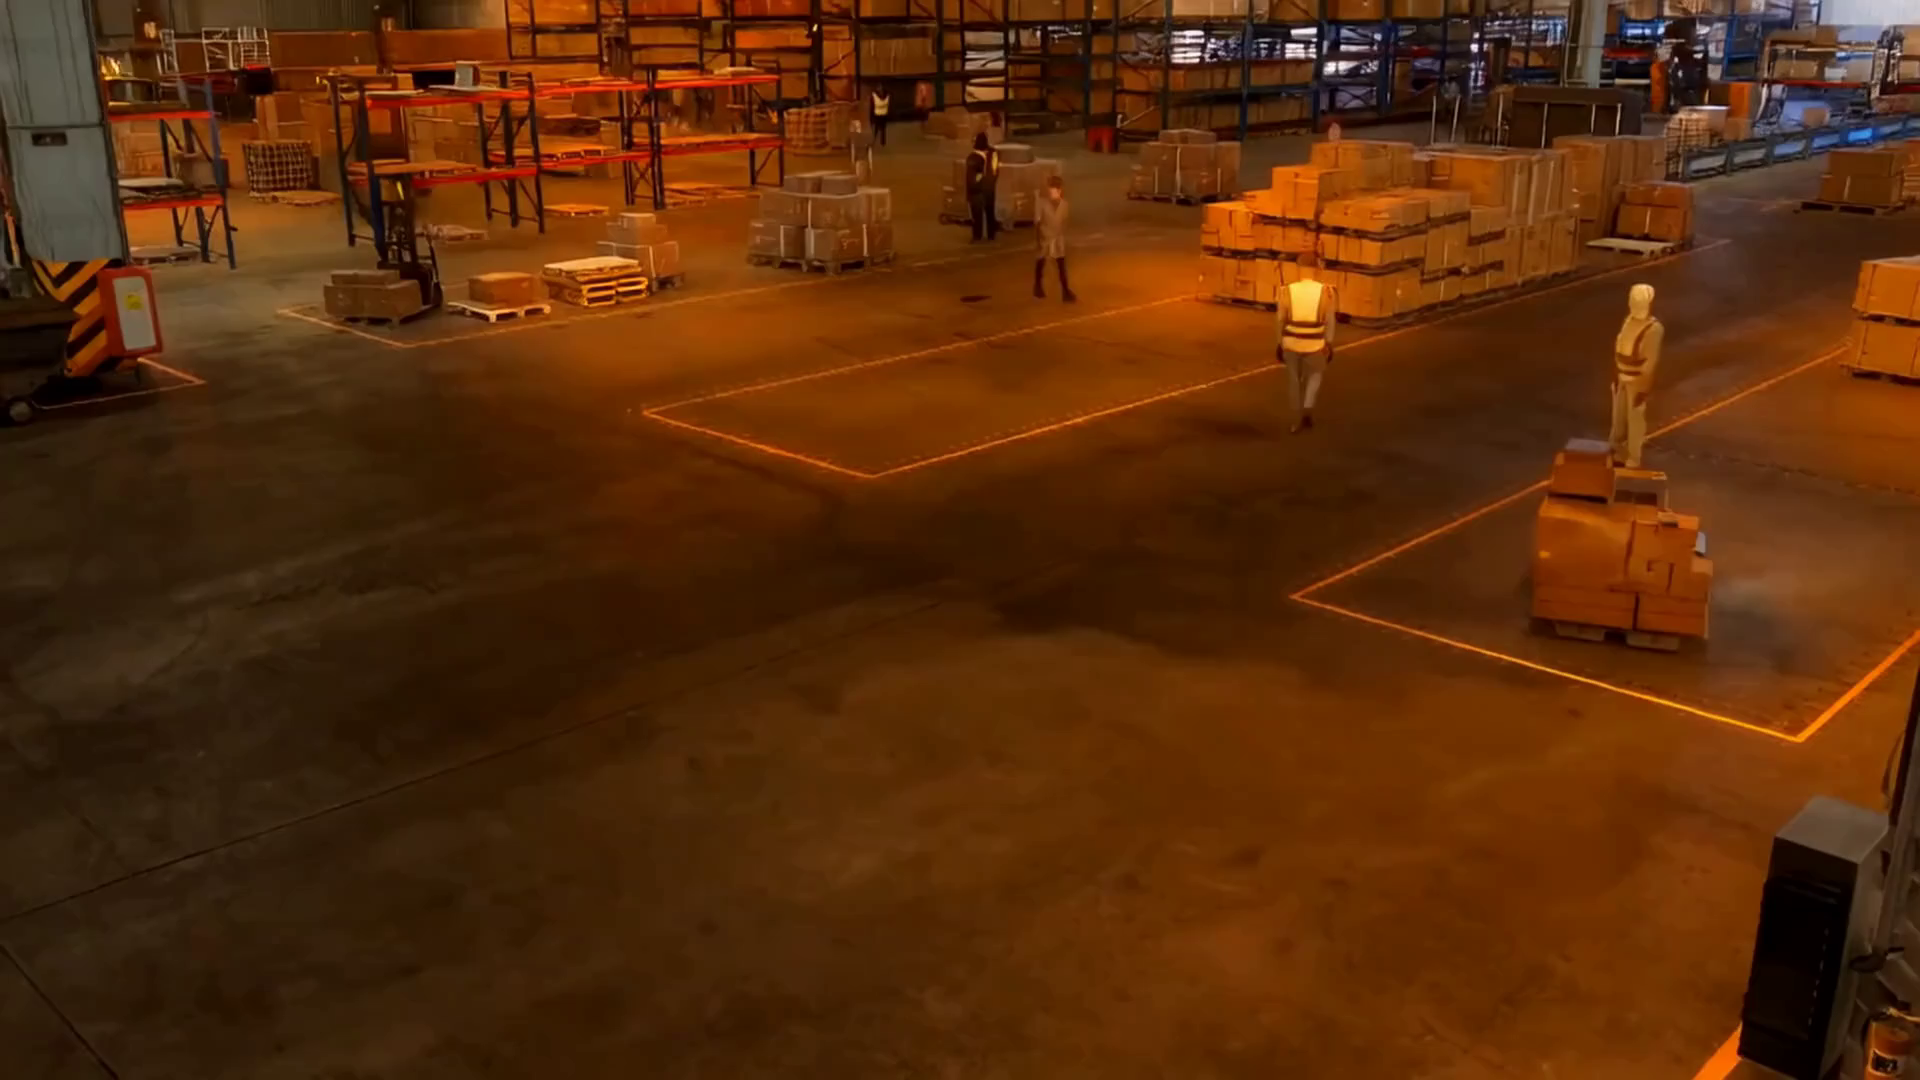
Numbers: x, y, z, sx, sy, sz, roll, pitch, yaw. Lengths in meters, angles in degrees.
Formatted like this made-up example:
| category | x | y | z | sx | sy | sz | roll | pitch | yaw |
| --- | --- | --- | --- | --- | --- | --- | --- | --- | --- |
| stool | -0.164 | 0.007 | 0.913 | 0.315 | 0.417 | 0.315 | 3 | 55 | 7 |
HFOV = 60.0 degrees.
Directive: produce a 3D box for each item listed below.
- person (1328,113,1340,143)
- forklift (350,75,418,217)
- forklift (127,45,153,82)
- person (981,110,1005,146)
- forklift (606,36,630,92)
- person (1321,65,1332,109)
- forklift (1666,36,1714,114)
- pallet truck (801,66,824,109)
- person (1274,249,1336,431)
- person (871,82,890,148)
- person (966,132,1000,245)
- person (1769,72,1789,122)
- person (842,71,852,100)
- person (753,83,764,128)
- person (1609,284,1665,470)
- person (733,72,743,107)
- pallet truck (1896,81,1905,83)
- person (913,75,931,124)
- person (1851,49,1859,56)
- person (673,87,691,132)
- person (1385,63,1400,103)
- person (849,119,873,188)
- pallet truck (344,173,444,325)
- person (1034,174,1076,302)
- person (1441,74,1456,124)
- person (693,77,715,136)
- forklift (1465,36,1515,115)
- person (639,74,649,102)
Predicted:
| category | x | y | z | sx | sy | sz | roll | pitch | yaw |
| --- | --- | --- | --- | --- | --- | --- | --- | --- | --- |
| person | 9.266 | -9.687 | 40.938 | 0.644 | 1.622 | 0.521 | 6 | 19 | 17 |
| forklift | -12.018 | -8.218 | 34.542 | 1.129 | 2.768 | 1.873 | -5 | 19 | -14 |
| forklift | -25.544 | -14.056 | 52.129 | 1.873 | 2.768 | 1.129 | -2 | 18 | -5 |
| person | 0.816 | -8.710 | 37.532 | 0.614 | 1.915 | 0.975 | -15 | 24 | -39 |
| forklift | -12.713 | -17.303 | 61.914 | 1.873 | 2.768 | 1.129 | -16 | 24 | -40 |
| person | 13.825 | -16.944 | 62.575 | 0.533 | 1.767 | 0.327 | 13 | 22 | 34 |
| forklift | 27.341 | -17.291 | 61.877 | 1.129 | 2.768 | 1.873 | 17 | 25 | 41 |
| pallet truck | -4.812 | -15.182 | 56.903 | 0.823 | 1.965 | 1.885 | -9 | 21 | -26 |
| person | 3.635 | -2.092 | 17.557 | 0.636 | 1.933 | 0.433 | 6 | 19 | 16 |
| person | -2.356 | -12.559 | 49.149 | 0.619 | 1.903 | 0.468 | -8 | 20 | -21 |
| person | 0.362 | -6.476 | 30.605 | 0.687 | 2.000 | 0.535 | -14 | 23 | -36 |
| person | 25.589 | -13.582 | 52.010 | 0.393 | 2.041 | 0.614 | -7 | 20 | -20 |
| person | -3.836 | -14.766 | 55.827 | 0.918 | 1.899 | 0.636 | -4 | 19 | -13 |
| person | -6.920 | -14.736 | 56.167 | 0.748 | 1.607 | 0.521 | 16 | 24 | 40 |
| person | 6.423 | -1.517 | 15.921 | 0.385 | 1.882 | 0.579 | -4 | 19 | -13 |
| person | -7.359 | -14.657 | 55.447 | 0.390 | 1.928 | 0.575 | -4 | 19 | -13 |
| pallet truck | 34.802 | -16.331 | 61.455 | 0.653 | 1.274 | 1.630 | 17 | 25 | 41 |
| person | -1.254 | -15.278 | 57.732 | 0.867 | 1.648 | 0.547 | -16 | 24 | -40 |
| person | 40.178 | -21.154 | 74.898 | 0.618 | 1.994 | 0.380 | -12 | 22 | -31 |
| person | -9.117 | -14.164 | 54.337 | 0.625 | 1.679 | 0.540 | 3 | 19 | 8 |
| person | 16.254 | -17.098 | 62.902 | 0.714 | 1.858 | 0.978 | -1 | 18 | -2 |
| person | -2.159 | -8.395 | 36.766 | 0.606 | 1.814 | 0.938 | 7 | 20 | 20 |
| pallet truck | -8.209 | -4.181 | 23.757 | 0.823 | 1.965 | 1.885 | 3 | 19 | 9 |
| person | 1.399 | -4.532 | 24.990 | 0.569 | 1.883 | 0.993 | -8 | 20 | -22 |
| person | 17.016 | -15.369 | 57.959 | 0.545 | 1.687 | 0.361 | 15 | 23 | 37 |
| person | -7.920 | -13.435 | 51.801 | 0.765 | 1.903 | 0.489 | 2 | 18 | 5 |
| forklift | 19.973 | -17.201 | 61.605 | 1.873 | 2.768 | 1.129 | 16 | 24 | 40 |
| person | -9.823 | -13.576 | 52.107 | 0.474 | 1.968 | 0.646 | 3 | 19 | 8 |
